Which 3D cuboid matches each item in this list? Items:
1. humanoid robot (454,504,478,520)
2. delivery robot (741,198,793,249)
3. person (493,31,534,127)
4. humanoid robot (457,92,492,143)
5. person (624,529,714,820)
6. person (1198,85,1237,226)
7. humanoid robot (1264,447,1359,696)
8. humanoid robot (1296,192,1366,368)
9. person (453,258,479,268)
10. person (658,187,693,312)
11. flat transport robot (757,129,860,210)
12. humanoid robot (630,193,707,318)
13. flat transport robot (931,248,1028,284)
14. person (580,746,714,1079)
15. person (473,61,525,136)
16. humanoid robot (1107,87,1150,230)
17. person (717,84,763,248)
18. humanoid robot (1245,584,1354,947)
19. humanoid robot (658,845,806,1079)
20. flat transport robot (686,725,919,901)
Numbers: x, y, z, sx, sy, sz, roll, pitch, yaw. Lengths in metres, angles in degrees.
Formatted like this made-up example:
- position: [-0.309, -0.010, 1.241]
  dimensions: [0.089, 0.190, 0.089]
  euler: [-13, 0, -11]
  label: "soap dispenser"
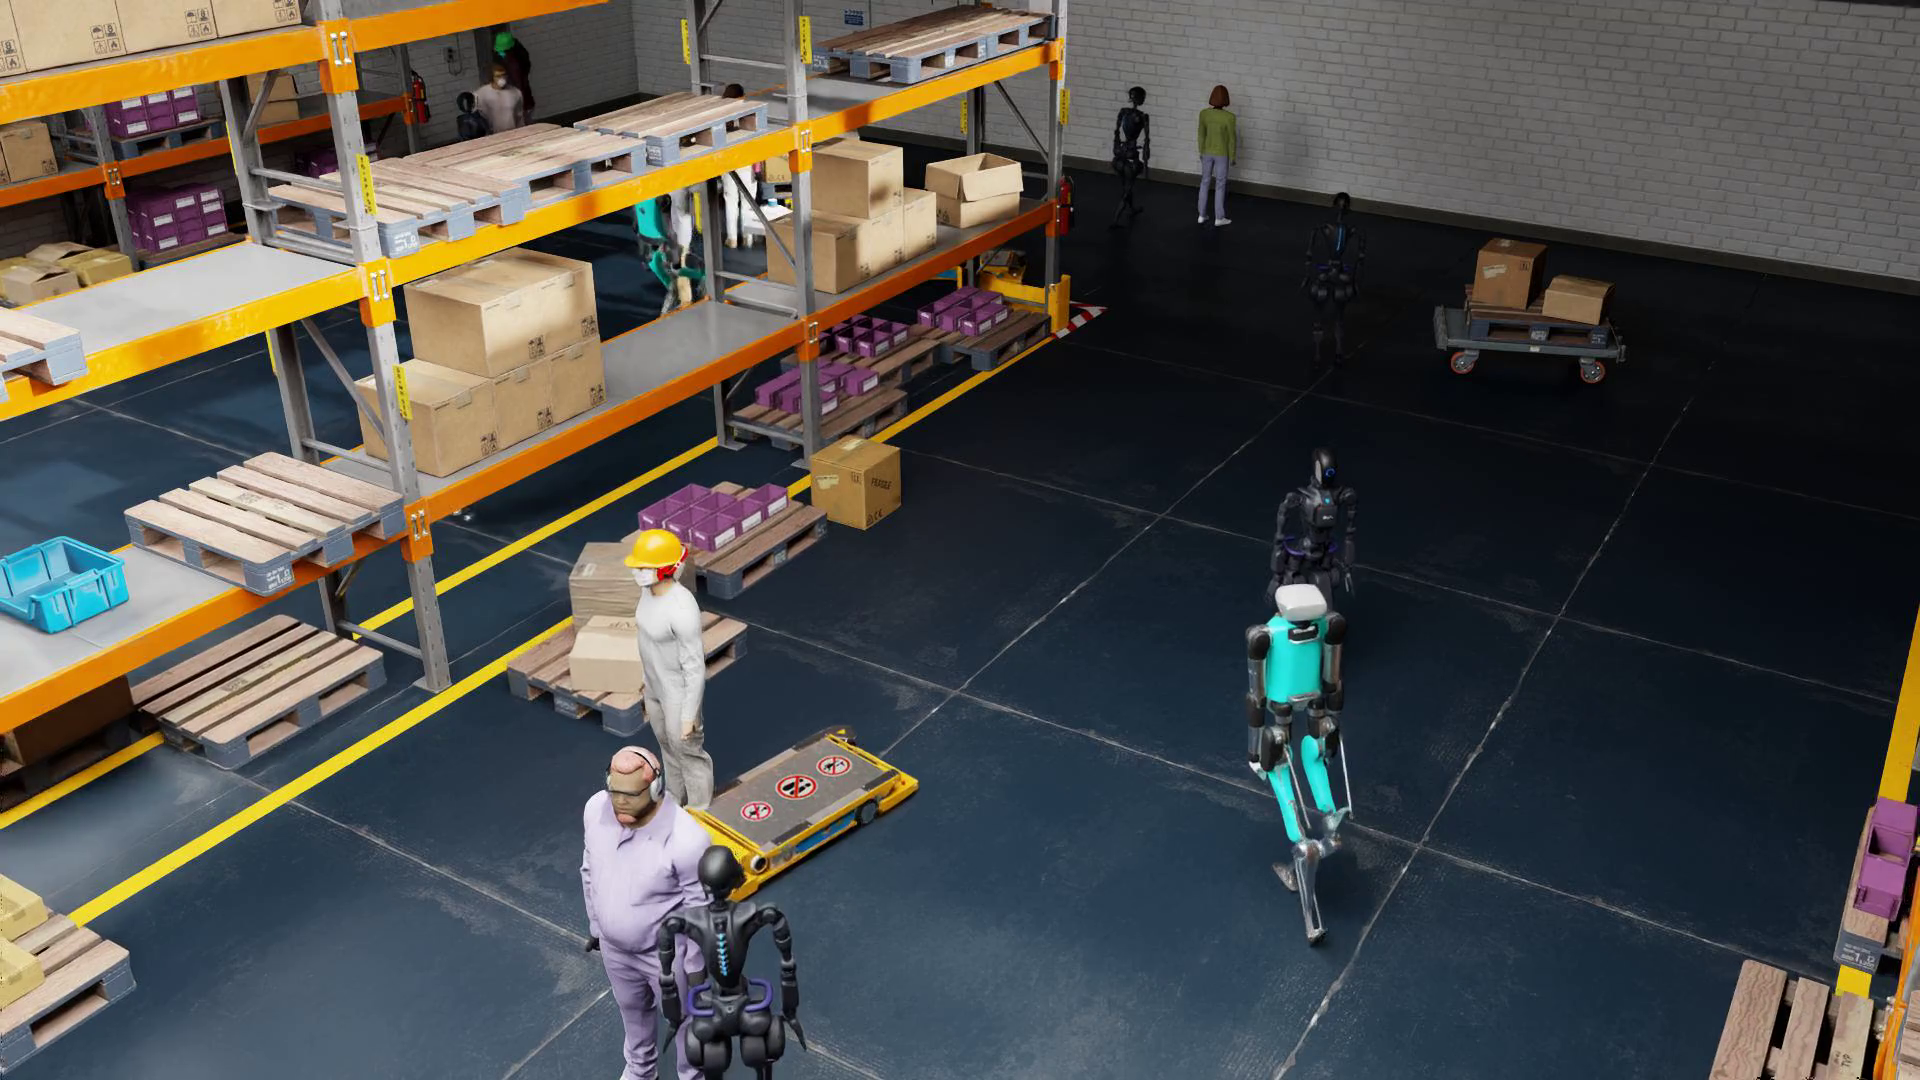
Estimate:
- position: [-3.819, -0.948, 12.463]
  dimensions: [0.546, 1.805, 0.690]
  euler: [13, 30, 24]
  label: "humanoid robot"
- position: [-2.090, -3.573, 18.941]
  dimensions: [0.784, 0.612, 0.507]
  euler: [11, 29, 20]
  label: "delivery robot"
- position: [-5.667, -5.569, 21.361]
  dimensions: [0.471, 1.912, 0.567]
  euler: [-2, 27, -4]
  label: "person"
- position: [-5.535, -4.388, 19.338]
  dimensions: [0.609, 1.649, 0.622]
  euler: [20, 33, 34]
  label: "humanoid robot"
- position: [-1.535, 0.795, 8.836]
  dimensions: [0.360, 1.897, 0.572]
  euler: [-18, 32, -31]
  label: "person"
- position: [3.026, -4.534, 19.623]
  dimensions: [0.498, 1.633, 0.290]
  euler: [19, 32, 33]
  label: "person"
- position: [2.173, 0.199, 10.258]
  dimensions: [0.584, 1.639, 0.592]
  euler: [-7, 28, -14]
  label: "humanoid robot"
- position: [3.417, -2.366, 15.306]
  dimensions: [0.588, 1.649, 0.427]
  euler: [1, 27, 2]
  label: "humanoid robot"
- position: [-3.893, -1.543, 13.537]
  dimensions: [0.518, 1.799, 0.855]
  euler: [3, 27, 6]
  label: "person"
- position: [-2.901, -3.053, 16.595]
  dimensions: [0.426, 1.723, 0.596]
  euler: [-16, 31, -28]
  label: "person"
- position: [-1.888, -4.293, 20.656]
  dimensions: [0.659, 0.231, 1.431]
  euler: [-5, 27, -9]
  label: "flat transport robot"
- position: [-2.719, -2.783, 16.107]
  dimensions: [0.556, 1.763, 0.940]
  euler: [19, 32, 32]
  label: "humanoid robot"
- position: [-0.008, -2.980, 18.070]
  dimensions: [1.431, 0.231, 0.659]
  euler: [4, 27, 7]
  label: "flat transport robot"
- position: [-1.331, 1.696, 7.044]
  dimensions: [0.640, 1.913, 0.411]
  euler: [13, 30, 24]
  label: "person"
- position: [-5.438, -4.742, 19.752]
  dimensions: [0.626, 1.898, 1.021]
  euler: [-17, 31, -30]
  label: "person"
- position: [2.017, -4.503, 19.567]
  dimensions: [0.739, 1.627, 0.609]
  euler: [-20, 33, -34]
  label: "humanoid robot"
- position: [-2.515, -4.228, 18.816]
  dimensions: [0.650, 1.829, 0.440]
  euler: [11, 29, 20]
  label: "person"
- position: [1.779, 1.184, 8.306]
  dimensions: [0.551, 1.829, 0.884]
  euler: [-8, 28, -15]
  label: "humanoid robot"
- position: [-0.925, 1.988, 6.759]
  dimensions: [0.593, 1.664, 0.397]
  euler: [-3, 27, -7]
  label: "humanoid robot"
- position: [-0.958, 1.500, 9.243]
  dimensions: [0.659, 0.231, 1.431]
  euler: [23, 35, 37]
  label: "flat transport robot"
